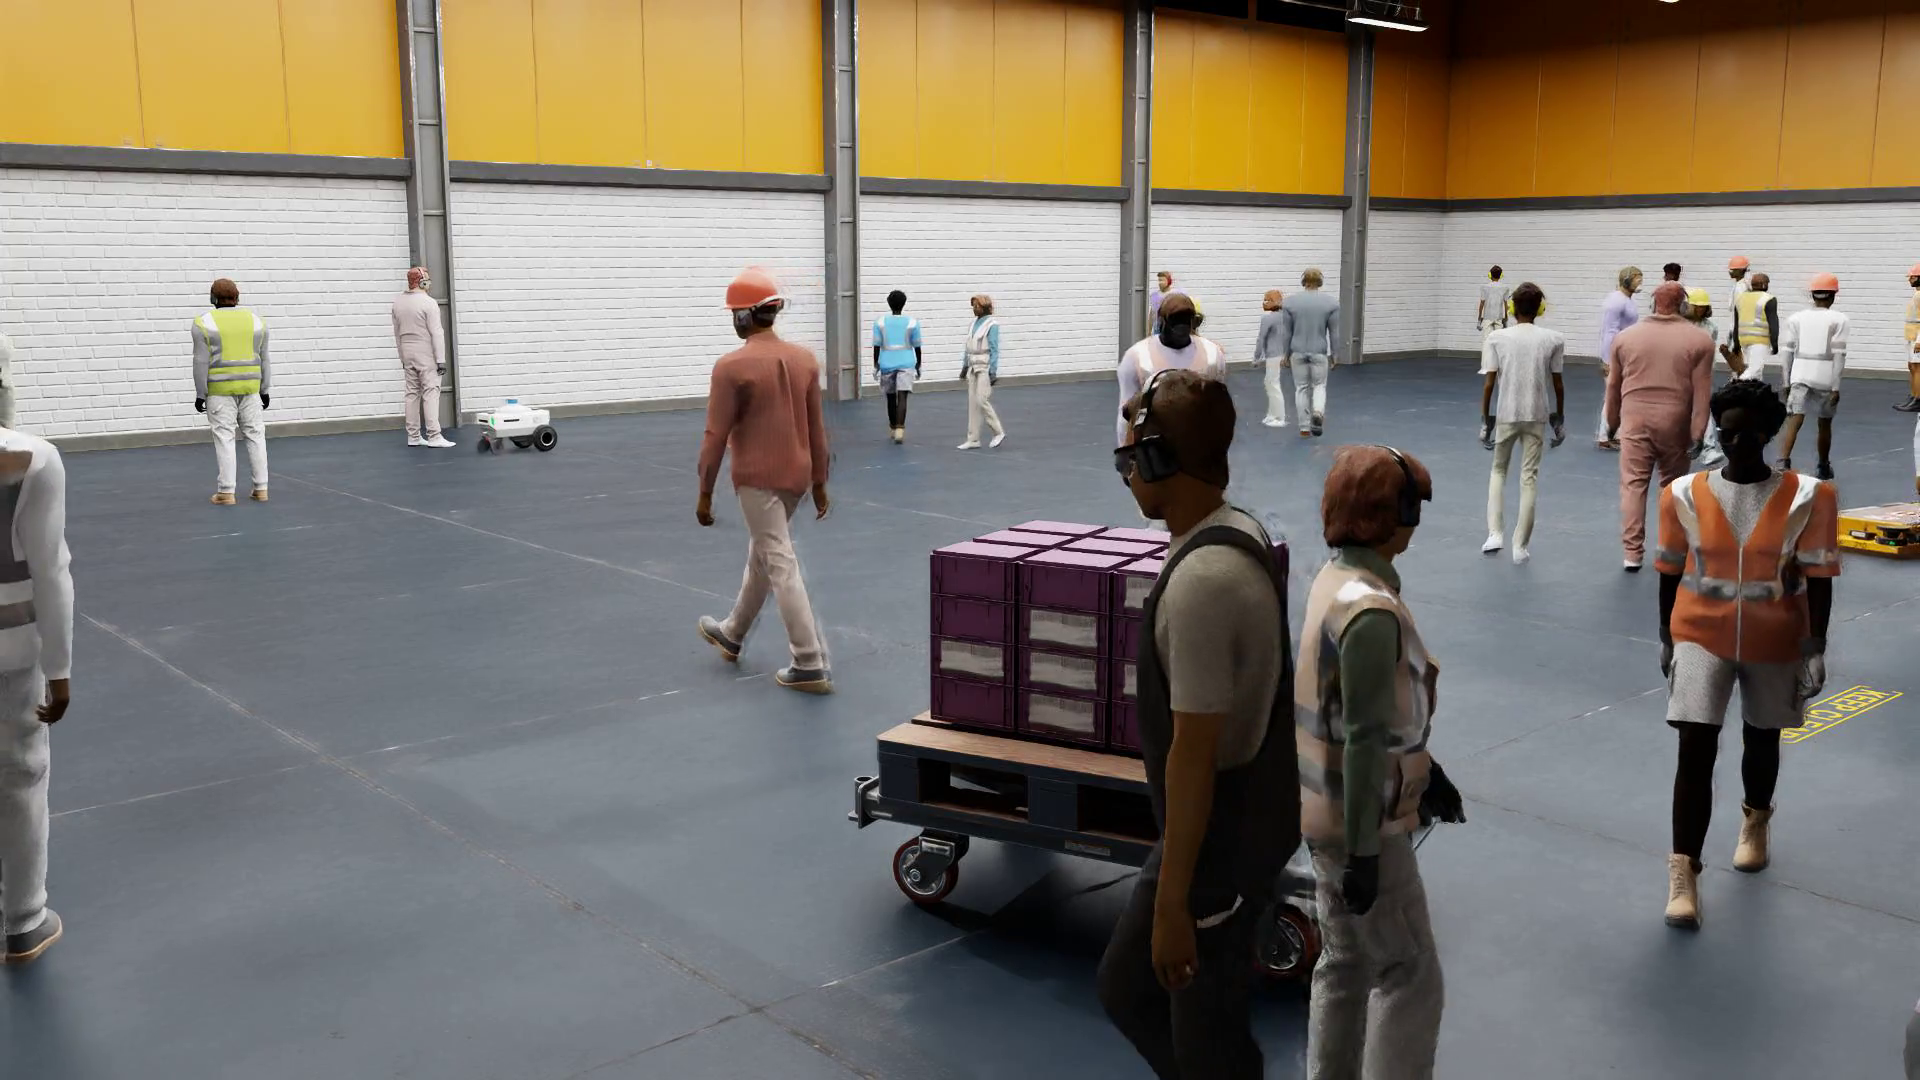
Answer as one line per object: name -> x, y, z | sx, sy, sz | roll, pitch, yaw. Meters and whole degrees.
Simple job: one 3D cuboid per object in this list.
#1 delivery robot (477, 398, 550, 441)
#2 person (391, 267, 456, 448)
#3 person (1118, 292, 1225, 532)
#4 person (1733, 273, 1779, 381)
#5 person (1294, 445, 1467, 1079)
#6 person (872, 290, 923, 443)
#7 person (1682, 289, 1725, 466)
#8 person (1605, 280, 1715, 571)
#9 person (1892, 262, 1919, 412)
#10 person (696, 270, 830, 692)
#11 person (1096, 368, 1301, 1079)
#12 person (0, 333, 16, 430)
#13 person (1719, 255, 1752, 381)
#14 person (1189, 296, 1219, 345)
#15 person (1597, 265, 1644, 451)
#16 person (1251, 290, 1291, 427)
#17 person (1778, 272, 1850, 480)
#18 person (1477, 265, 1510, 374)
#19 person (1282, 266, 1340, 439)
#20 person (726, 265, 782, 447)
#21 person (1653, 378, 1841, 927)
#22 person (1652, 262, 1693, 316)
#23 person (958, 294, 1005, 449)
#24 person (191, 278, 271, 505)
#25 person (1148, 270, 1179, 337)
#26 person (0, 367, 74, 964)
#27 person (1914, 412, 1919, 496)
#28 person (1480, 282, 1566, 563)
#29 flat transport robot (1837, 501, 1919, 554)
delivery robot -> -4.613, -1.225, 17.182 | 0.477, 0.478, 0.707 | 9, 14, 44
person -> -5.672, -1.923, 17.590 | 0.643, 1.909, 0.410 | 5, 11, 28
person -> 1.192, -0.480, 9.375 | 0.648, 1.824, 0.488 | -2, 10, -9
person -> 10.442, -2.613, 21.932 | 0.836, 1.813, 0.631 | -3, 10, -17
person -> 0.920, 0.611, 3.579 | 0.443, 1.625, 0.563 | 1, 10, 5
person -> -0.680, -1.889, 18.134 | 0.542, 1.652, 0.888 | 1, 10, 4
person -> 7.095, -1.563, 16.067 | 0.511, 1.692, 0.894 | 0, 10, -1
person -> 4.558, -0.753, 10.863 | 0.662, 1.853, 0.982 | 6, 11, 30
person -> 12.450, -2.638, 21.685 | 0.359, 1.936, 0.552 | 4, 10, 20
person -> -0.988, -0.288, 7.883 | 1.045, 1.941, 0.637 | 8, 13, 39
person -> 0.450, 0.592, 3.139 | 0.440, 1.814, 0.616 | 2, 10, 11
person -> -6.048, -0.632, 10.089 | 0.651, 1.883, 1.021 | -9, 13, -41
person -> 11.531, -3.201, 24.724 | 0.483, 2.024, 0.654 | 5, 11, 27
person -> 1.717, -0.939, 12.344 | 0.529, 1.736, 0.821 | -2, 10, -12
person -> 6.889, -1.848, 17.095 | 0.615, 1.919, 0.659 | 7, 12, 34
person -> 3.694, -2.161, 19.824 | 0.563, 1.613, 0.503 | 9, 13, 43
person -> 7.575, -1.430, 14.792 | 1.035, 1.888, 0.556 | -9, 13, -42
person -> 9.129, -3.764, 28.505 | 0.511, 1.866, 0.319 | 1, 10, 3
person -> 3.849, -2.049, 18.309 | 0.631, 1.919, 0.577 | 2, 10, 10
person -> -2.000, -1.919, 17.526 | 1.038, 1.934, 0.703 | 0, 10, 0
person -> 2.448, 0.313, 5.226 | 0.528, 1.655, 0.864 | 5, 11, 26
person -> 9.789, -2.836, 22.822 | 0.664, 1.943, 0.623 | -7, 12, -36
person -> 0.195, -1.753, 17.397 | 0.397, 1.633, 0.537 | -5, 11, -28
person -> -5.966, -1.213, 13.627 | 0.429, 1.841, 0.633 | 9, 13, 42
person -> 3.064, -3.078, 24.628 | 0.571, 1.817, 0.757 | 9, 13, 43
person -> -2.717, 0.329, 4.519 | 0.575, 1.867, 0.697 | -3, 10, -15
person -> 5.512, -0.416, 9.026 | 0.607, 1.818, 0.611 | 7, 12, 34
person -> 3.763, -0.782, 11.095 | 0.537, 1.848, 0.617 | 4, 10, 20
flat transport robot -> 6.660, -0.095, 11.670 | 1.431, 0.197, 0.652 | -6, 11, -31
